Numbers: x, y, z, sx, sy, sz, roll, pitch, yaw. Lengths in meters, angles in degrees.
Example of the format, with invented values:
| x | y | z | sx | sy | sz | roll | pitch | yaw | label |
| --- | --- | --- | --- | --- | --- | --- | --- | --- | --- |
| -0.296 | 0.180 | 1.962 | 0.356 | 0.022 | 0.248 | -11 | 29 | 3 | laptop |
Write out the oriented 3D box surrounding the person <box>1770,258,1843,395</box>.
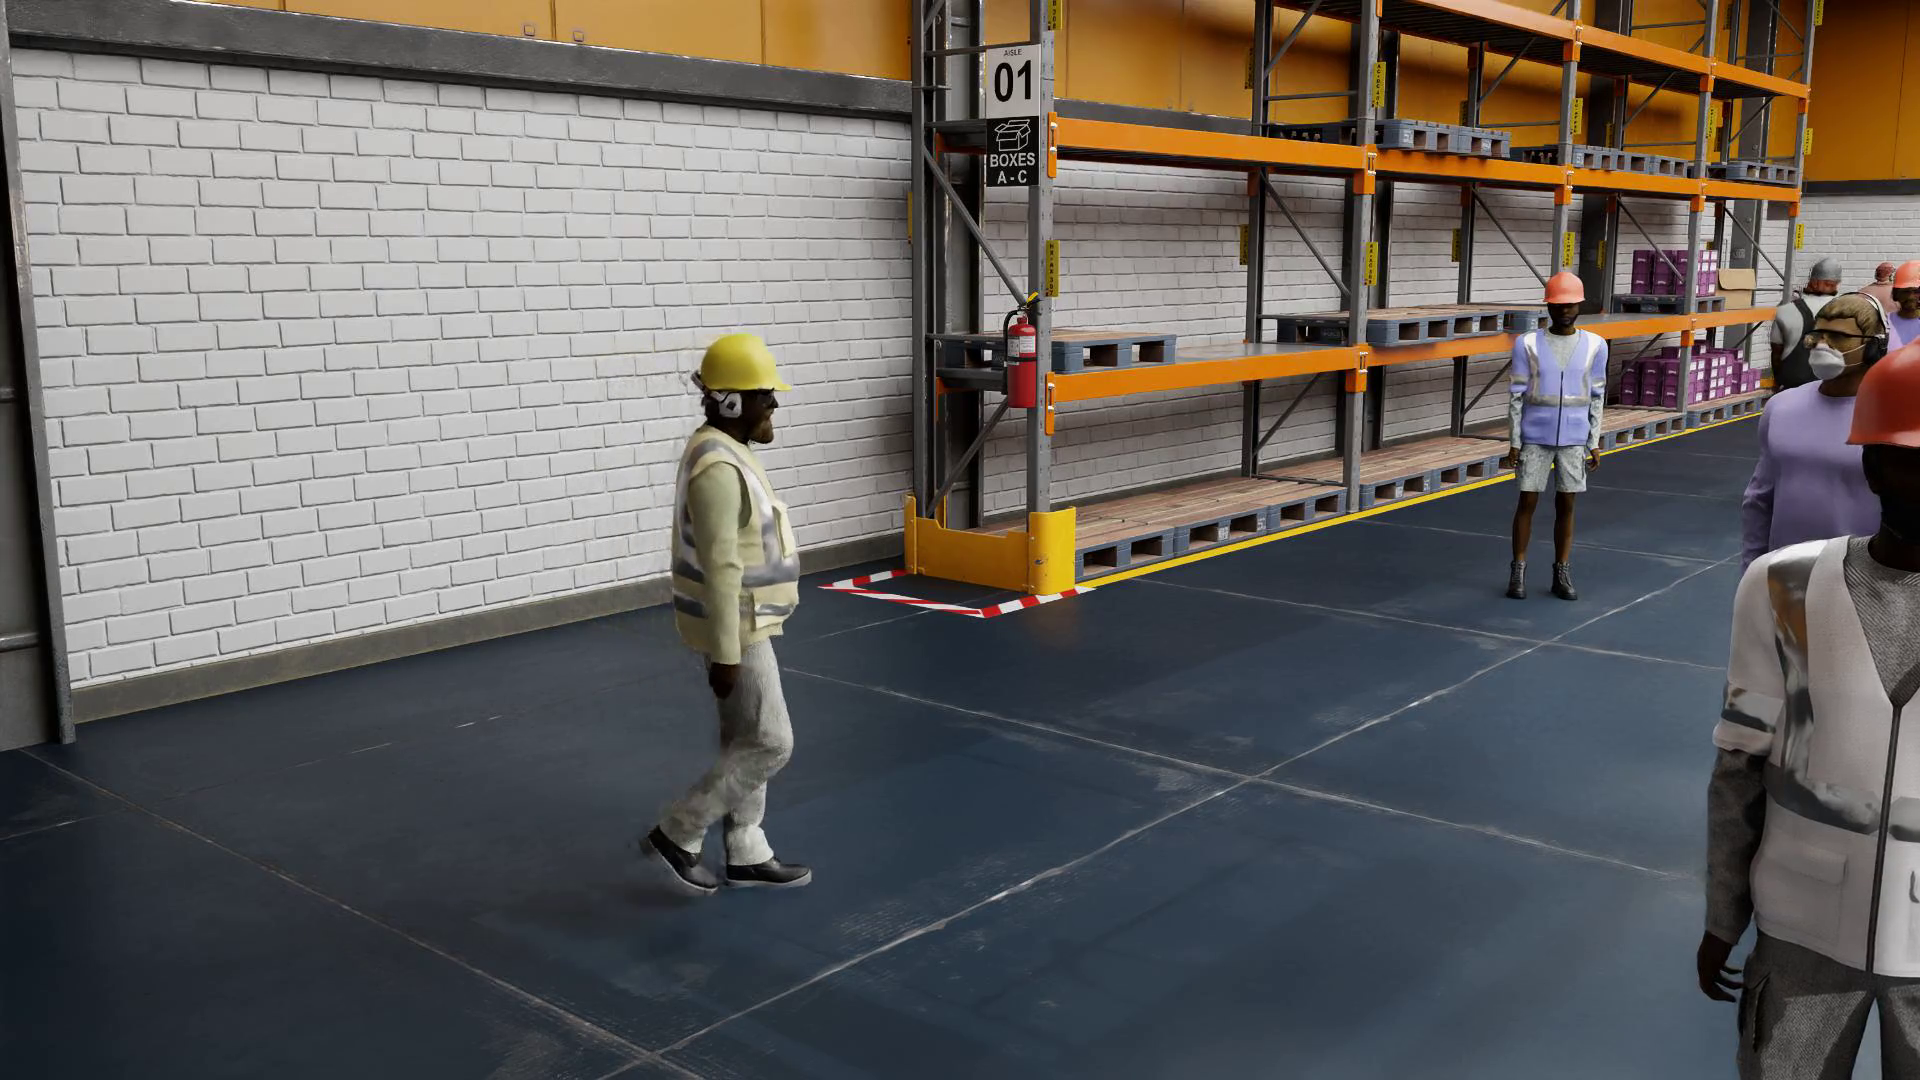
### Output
| x | y | z | sx | sy | sz | roll | pitch | yaw | label |
| --- | --- | --- | --- | --- | --- | --- | --- | --- | --- |
| 7.107 | -1.357 | 13.805 | 0.703 | 2.000 | 1.003 | 8 | 13 | 39 | person |

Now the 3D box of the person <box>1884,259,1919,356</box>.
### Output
| x | y | z | sx | sy | sz | roll | pitch | yaw | label |
| --- | --- | --- | --- | --- | --- | --- | --- | --- | --- |
| 6.314 | -0.869 | 11.132 | 0.616 | 2.015 | 0.950 | 5 | 11 | 29 | person |

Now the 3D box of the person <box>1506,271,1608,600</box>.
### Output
| x | y | z | sx | sy | sz | roll | pitch | yaw | label |
| --- | --- | --- | --- | --- | --- | --- | --- | --- | --- |
| 3.515 | -0.605 | 9.815 | 0.547 | 1.939 | 0.376 | 2 | 10 | 10 | person |

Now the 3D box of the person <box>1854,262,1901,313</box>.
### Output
| x | y | z | sx | sy | sz | roll | pitch | yaw | label |
| --- | --- | --- | --- | --- | --- | --- | --- | --- | --- |
| 11.071 | -2.380 | 20.017 | 0.643 | 1.908 | 0.408 | 9 | 13 | 42 | person |

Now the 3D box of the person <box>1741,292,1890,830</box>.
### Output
| x | y | z | sx | sy | sz | roll | pitch | yaw | label |
| --- | --- | --- | --- | --- | --- | --- | --- | --- | --- |
| 2.749 | 0.190 | 5.291 | 0.372 | 1.940 | 0.630 | -5 | 11 | -27 | person |

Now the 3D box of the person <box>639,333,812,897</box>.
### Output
| x | y | z | sx | sy | sz | roll | pitch | yaw | label |
| --- | --- | --- | --- | --- | --- | --- | --- | --- | --- |
| -0.727 | 0.258 | 5.259 | 0.447 | 1.817 | 0.594 | -2 | 10 | -9 | person |

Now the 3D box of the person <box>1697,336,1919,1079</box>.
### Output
| x | y | z | sx | sy | sz | roll | pitch | yaw | label |
| --- | --- | --- | --- | --- | --- | --- | --- | --- | --- |
| 1.512 | 0.636 | 2.739 | 0.552 | 1.942 | 0.340 | 7 | 12 | 33 | person |
